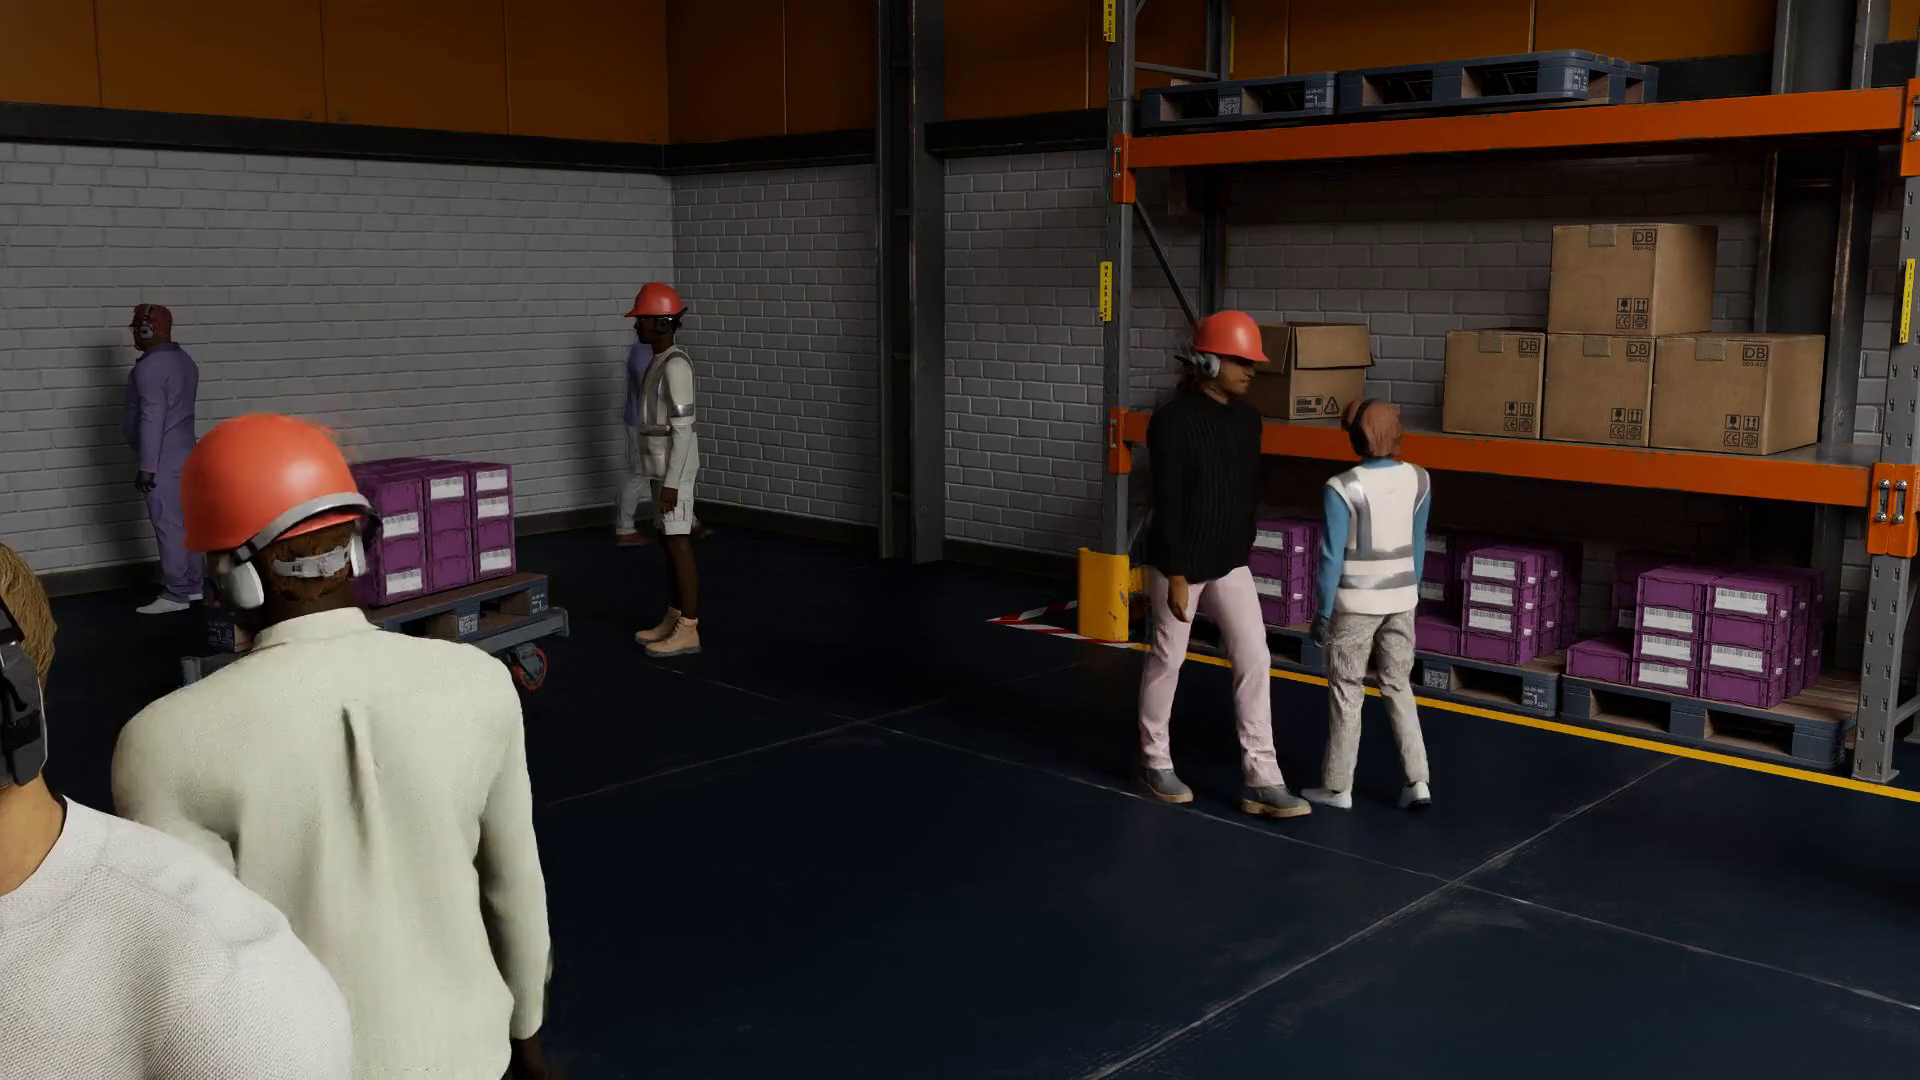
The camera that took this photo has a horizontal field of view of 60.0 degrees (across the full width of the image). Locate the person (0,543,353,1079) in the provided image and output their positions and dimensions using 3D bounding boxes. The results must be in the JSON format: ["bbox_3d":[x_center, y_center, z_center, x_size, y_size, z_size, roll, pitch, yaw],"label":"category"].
[{"bbox_3d":[-0.819,0.921,1.474,0.635,1.937,0.354,2,10,14],"label":"person"}]

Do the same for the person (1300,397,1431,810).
[{"bbox_3d":[1.595,0.270,6.461,0.521,1.655,0.385,-4,10,-25],"label":"person"}]

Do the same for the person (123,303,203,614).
[{"bbox_3d":[-4.942,-0.501,10.295,0.407,1.908,0.641,-1,9,-6],"label":"person"}]

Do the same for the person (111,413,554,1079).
[{"bbox_3d":[-0.901,0.774,2.477,0.651,1.911,1.149,-8,12,-41],"label":"person"}]

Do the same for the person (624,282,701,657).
[{"bbox_3d":[-1.628,-0.382,9.145,0.379,2.045,0.605,-3,10,-18],"label":"person"}]

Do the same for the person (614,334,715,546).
[{"bbox_3d":[-2.263,-0.854,12.564,0.852,1.875,0.689,2,9,11],"label":"person"}]

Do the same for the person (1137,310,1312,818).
[{"bbox_3d":[1.006,0.111,6.379,0.633,1.949,0.933,-6,11,-31],"label":"person"}]
